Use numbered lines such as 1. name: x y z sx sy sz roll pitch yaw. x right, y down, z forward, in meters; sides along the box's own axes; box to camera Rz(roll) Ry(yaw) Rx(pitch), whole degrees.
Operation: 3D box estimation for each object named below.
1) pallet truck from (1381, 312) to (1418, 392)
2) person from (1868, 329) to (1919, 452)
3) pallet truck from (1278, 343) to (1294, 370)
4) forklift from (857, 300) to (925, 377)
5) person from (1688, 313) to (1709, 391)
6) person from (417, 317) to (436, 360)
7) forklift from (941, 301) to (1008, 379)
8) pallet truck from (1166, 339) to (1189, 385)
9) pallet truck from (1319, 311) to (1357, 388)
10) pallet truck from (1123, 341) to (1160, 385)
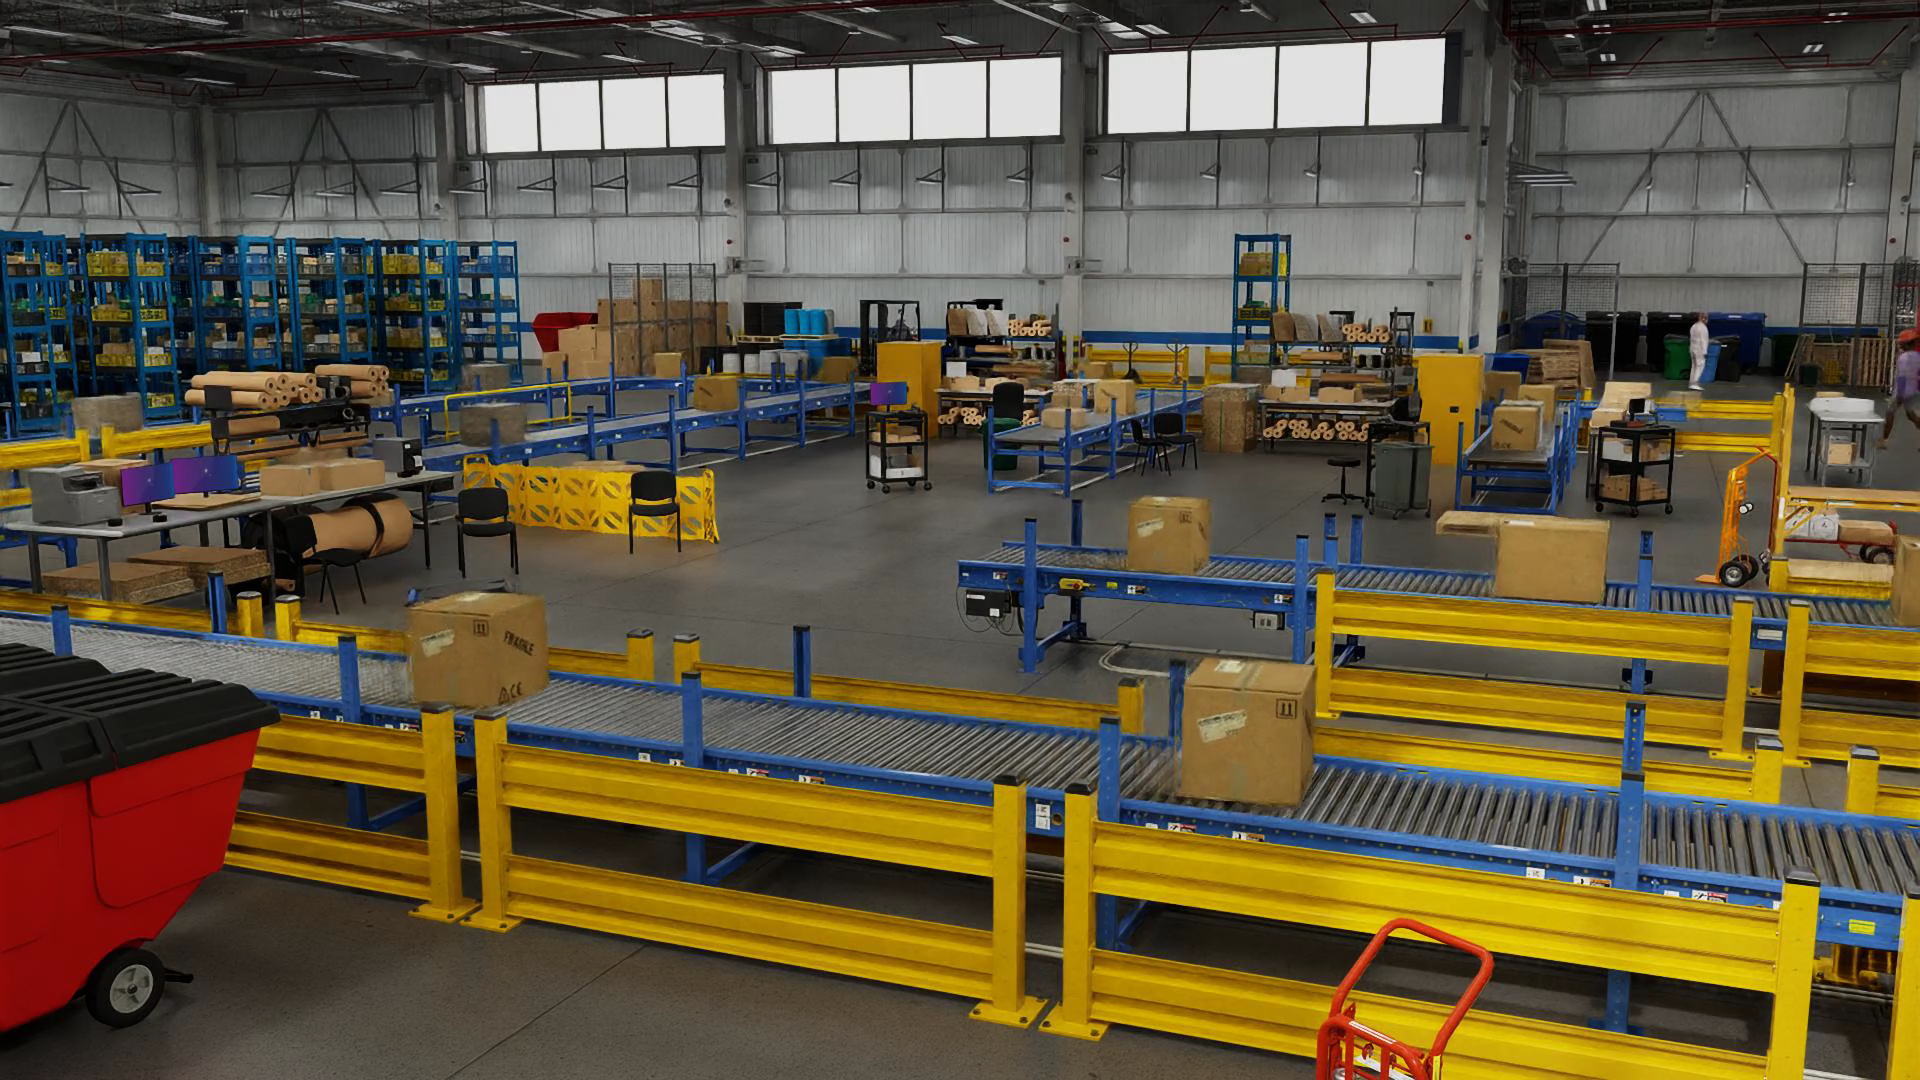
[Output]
1. pallet truck: 10.207 -4.283 38.369 0.823 1.965 1.885 3 10 20
2. person: 15.521 -2.440 27.206 0.623 2.004 1.020 -6 11 -33
3. pallet truck: 7.886 -4.163 39.743 0.653 1.274 1.630 4 10 22
4. forklift: -1.732 -5.109 42.468 1.157 1.987 2.680 4 10 22
5. person: 17.899 -4.559 40.395 0.529 1.885 0.800 0 9 -3
6. person: -15.328 -5.776 47.979 0.658 1.812 0.514 -5 11 -27
7. forklift: 0.365 -4.966 41.571 1.157 1.987 2.680 3 10 20
8. pallet truck: 5.418 -4.269 40.420 0.704 1.261 1.522 3 10 20
9. pallet truck: 9.071 -4.419 39.190 0.823 1.965 1.885 5 10 26
10. pallet truck: 4.445 -4.380 41.279 0.680 1.201 1.601 4 10 22
